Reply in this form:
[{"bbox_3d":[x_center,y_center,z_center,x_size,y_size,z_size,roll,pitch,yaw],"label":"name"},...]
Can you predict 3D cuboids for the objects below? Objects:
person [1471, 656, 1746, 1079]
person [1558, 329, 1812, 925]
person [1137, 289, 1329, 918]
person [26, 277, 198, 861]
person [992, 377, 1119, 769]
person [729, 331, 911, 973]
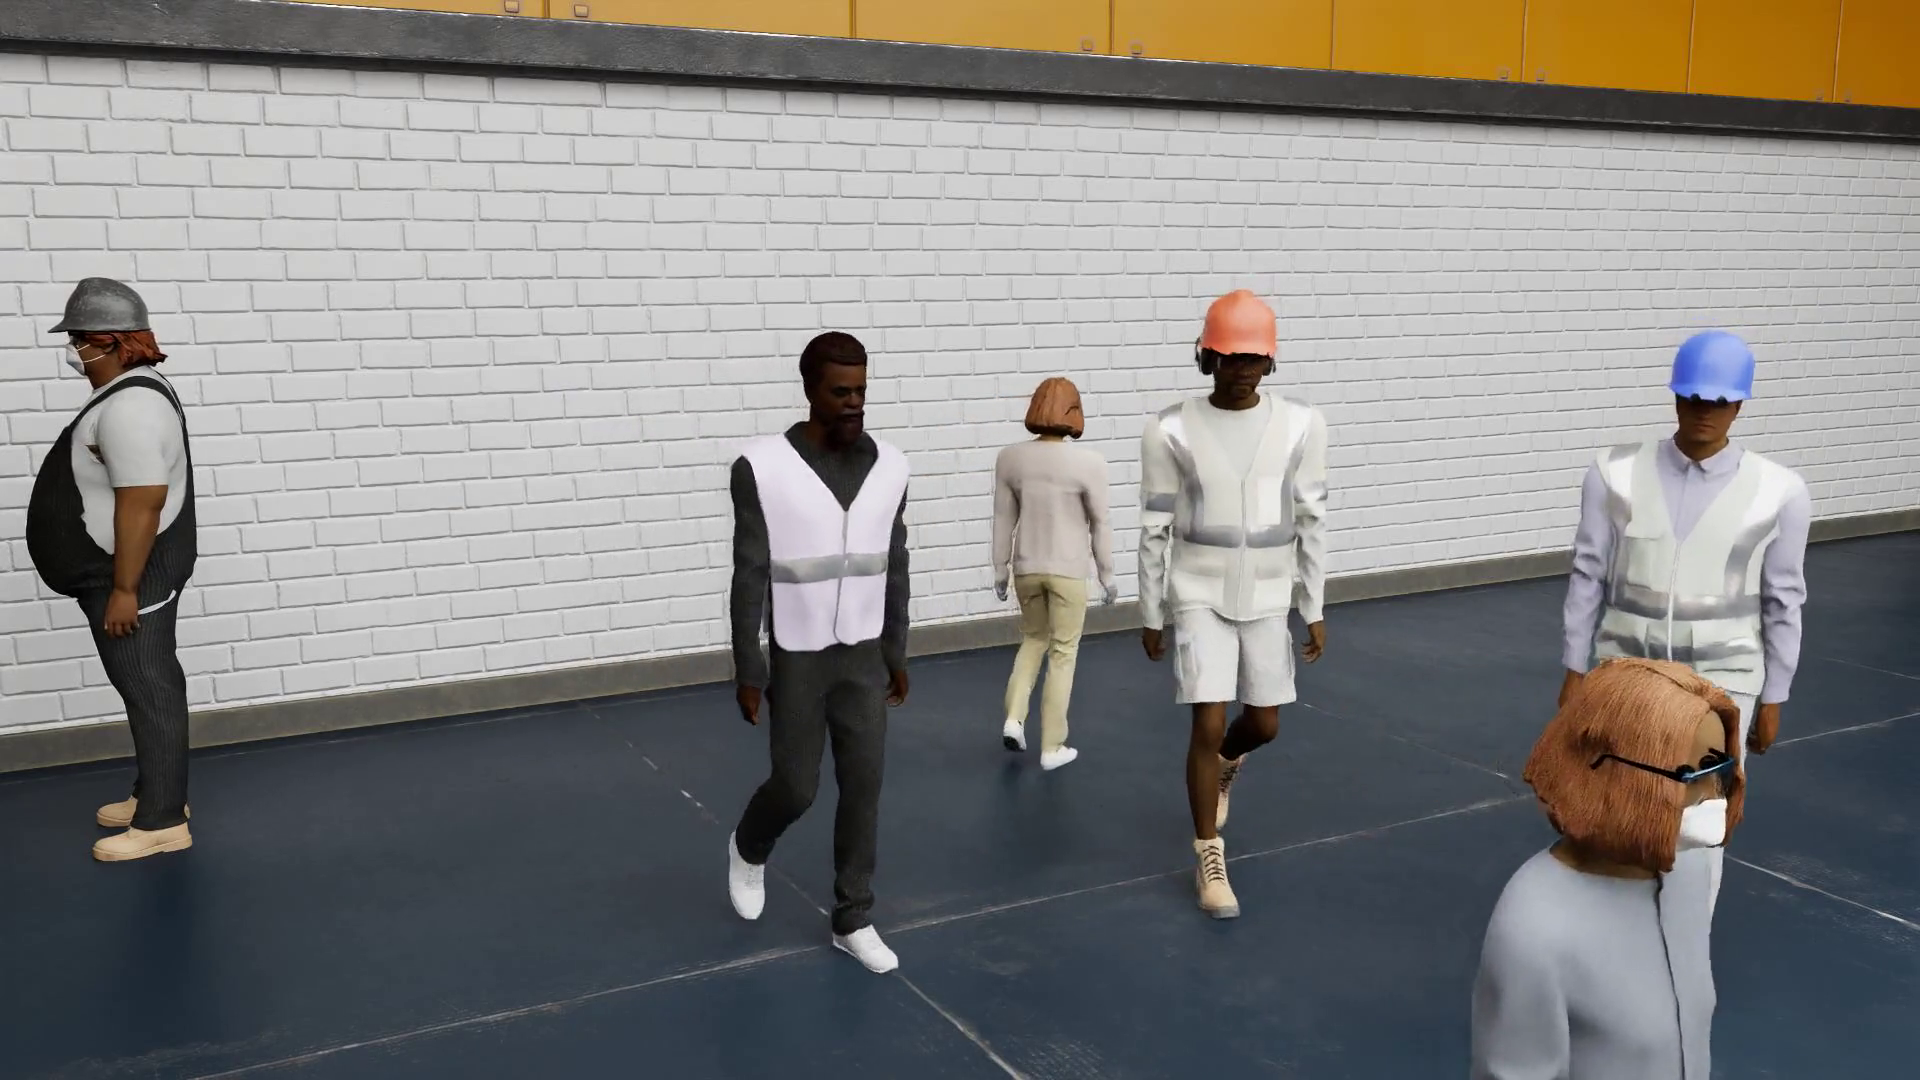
[{"bbox_3d":[0.814,0.929,2.306,0.502,1.614,0.602,-8,13,-39],"label":"person"},{"bbox_3d":[2.051,0.357,4.733,0.620,1.923,0.750,6,12,32],"label":"person"},{"bbox_3d":[0.887,0.171,5.548,0.614,2.013,0.783,0,10,-2],"label":"person"},{"bbox_3d":[-2.986,0.097,5.886,0.538,2.000,0.684,-4,11,-23],"label":"person"},{"bbox_3d":[0.391,0.141,6.835,0.508,1.621,0.337,6,12,31],"label":"person"},{"bbox_3d":[-0.438,0.321,4.996,0.608,1.899,0.595,-7,12,-34],"label":"person"}]
